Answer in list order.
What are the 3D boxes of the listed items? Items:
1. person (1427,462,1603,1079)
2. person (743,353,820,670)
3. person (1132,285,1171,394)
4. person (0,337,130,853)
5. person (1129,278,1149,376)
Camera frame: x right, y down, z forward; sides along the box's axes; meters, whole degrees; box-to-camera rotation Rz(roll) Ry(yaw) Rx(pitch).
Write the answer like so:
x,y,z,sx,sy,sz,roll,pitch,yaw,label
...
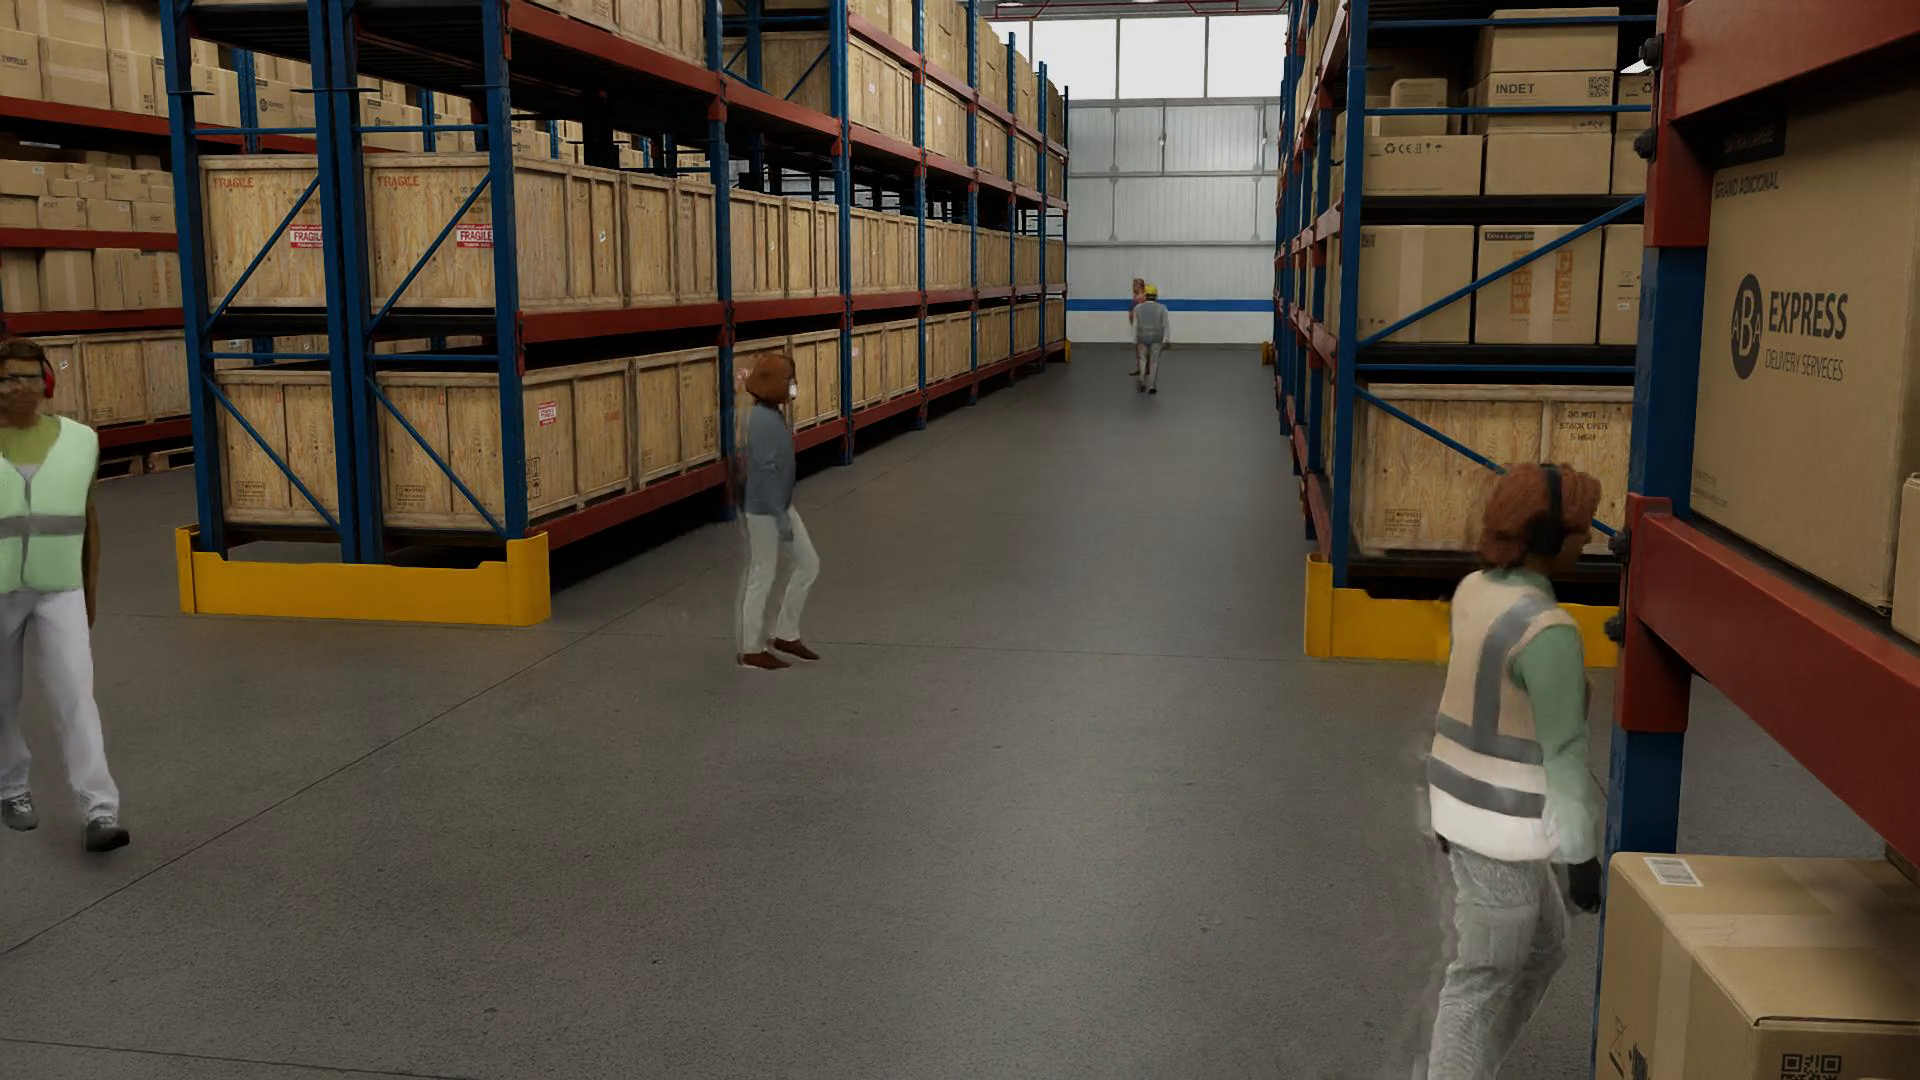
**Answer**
x,y,z,sx,sy,sz,roll,pitch,yaw,label
1.215,0.638,3.617,0.436,1.622,0.504,0,9,3,person
-0.896,-0.128,8.401,0.504,1.618,0.506,2,9,11,person
3.206,-3.335,27.716,0.614,1.806,0.723,3,10,19,person
-3.243,0.199,5.806,0.568,1.792,0.983,-8,12,-42,person
3.500,-4.159,32.560,0.398,1.897,0.640,3,10,19,person
